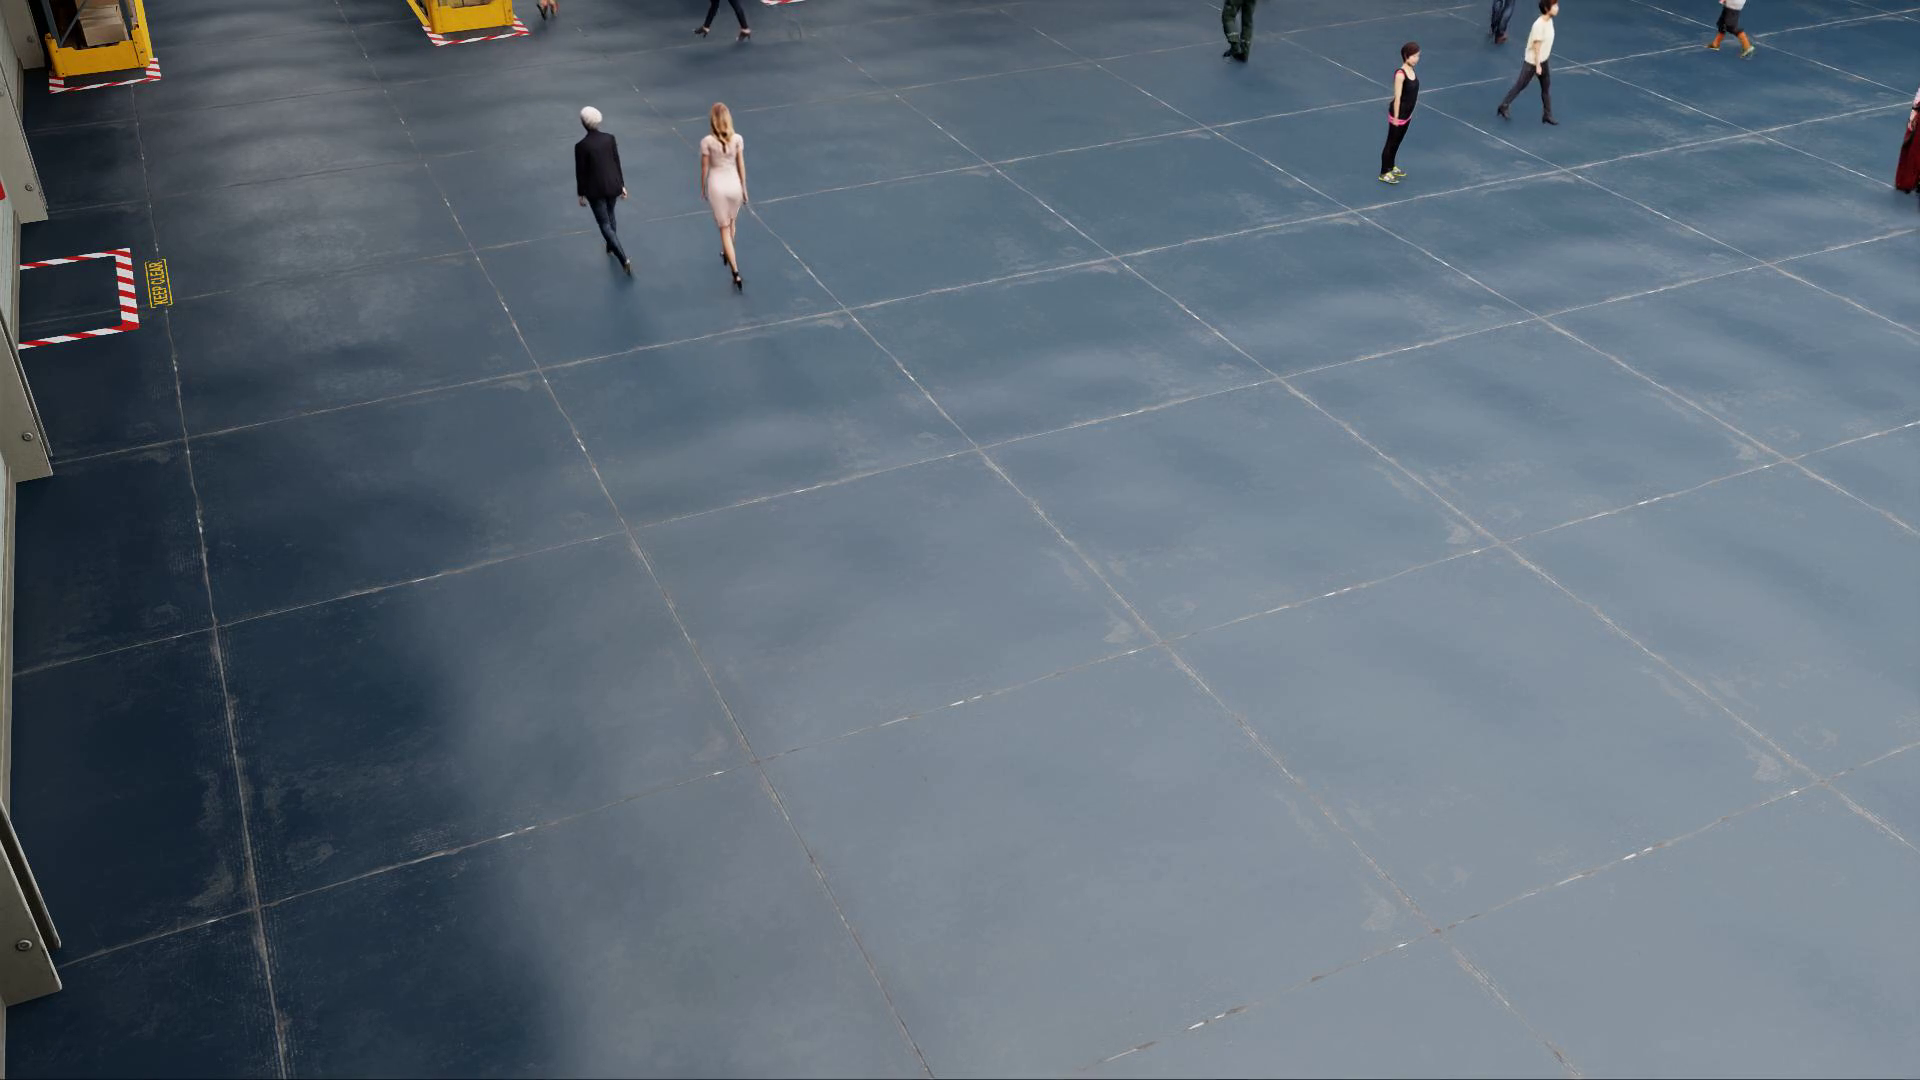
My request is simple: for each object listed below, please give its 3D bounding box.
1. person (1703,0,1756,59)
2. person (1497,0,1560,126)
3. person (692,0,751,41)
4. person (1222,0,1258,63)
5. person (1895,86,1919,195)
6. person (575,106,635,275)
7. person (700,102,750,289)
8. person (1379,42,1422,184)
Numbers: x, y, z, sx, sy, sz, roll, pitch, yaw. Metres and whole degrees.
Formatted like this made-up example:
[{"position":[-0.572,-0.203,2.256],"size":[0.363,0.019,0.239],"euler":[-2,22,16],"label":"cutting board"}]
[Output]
[{"position":[10.699,-7.399,22.800],"size":[0.762,1.433,1.048],"euler":[-27,41,-35],"label":"person"},{"position":[6.955,-5.838,20.297],"size":[1.094,1.544,0.868],"euler":[25,40,33],"label":"person"},{"position":[-3.176,-7.764,23.110],"size":[0.923,1.706,1.063],"euler":[-3,33,-5],"label":"person"},{"position":[3.878,-7.392,22.370],"size":[0.675,1.889,0.646],"euler":[-16,36,-23],"label":"person"},{"position":[10.664,-4.544,18.223],"size":[0.870,1.636,0.932],"euler":[13,35,20],"label":"person"},{"position":[-3.524,-3.493,16.769],"size":[0.897,1.756,1.140],"euler":[-23,40,-31],"label":"person"},{"position":[-2.275,-3.308,16.193],"size":[0.662,1.777,1.094],"euler":[-11,35,-16],"label":"person"},{"position":[4.966,-4.833,18.746],"size":[0.647,1.550,0.619],"euler":[20,38,27],"label":"person"}]
